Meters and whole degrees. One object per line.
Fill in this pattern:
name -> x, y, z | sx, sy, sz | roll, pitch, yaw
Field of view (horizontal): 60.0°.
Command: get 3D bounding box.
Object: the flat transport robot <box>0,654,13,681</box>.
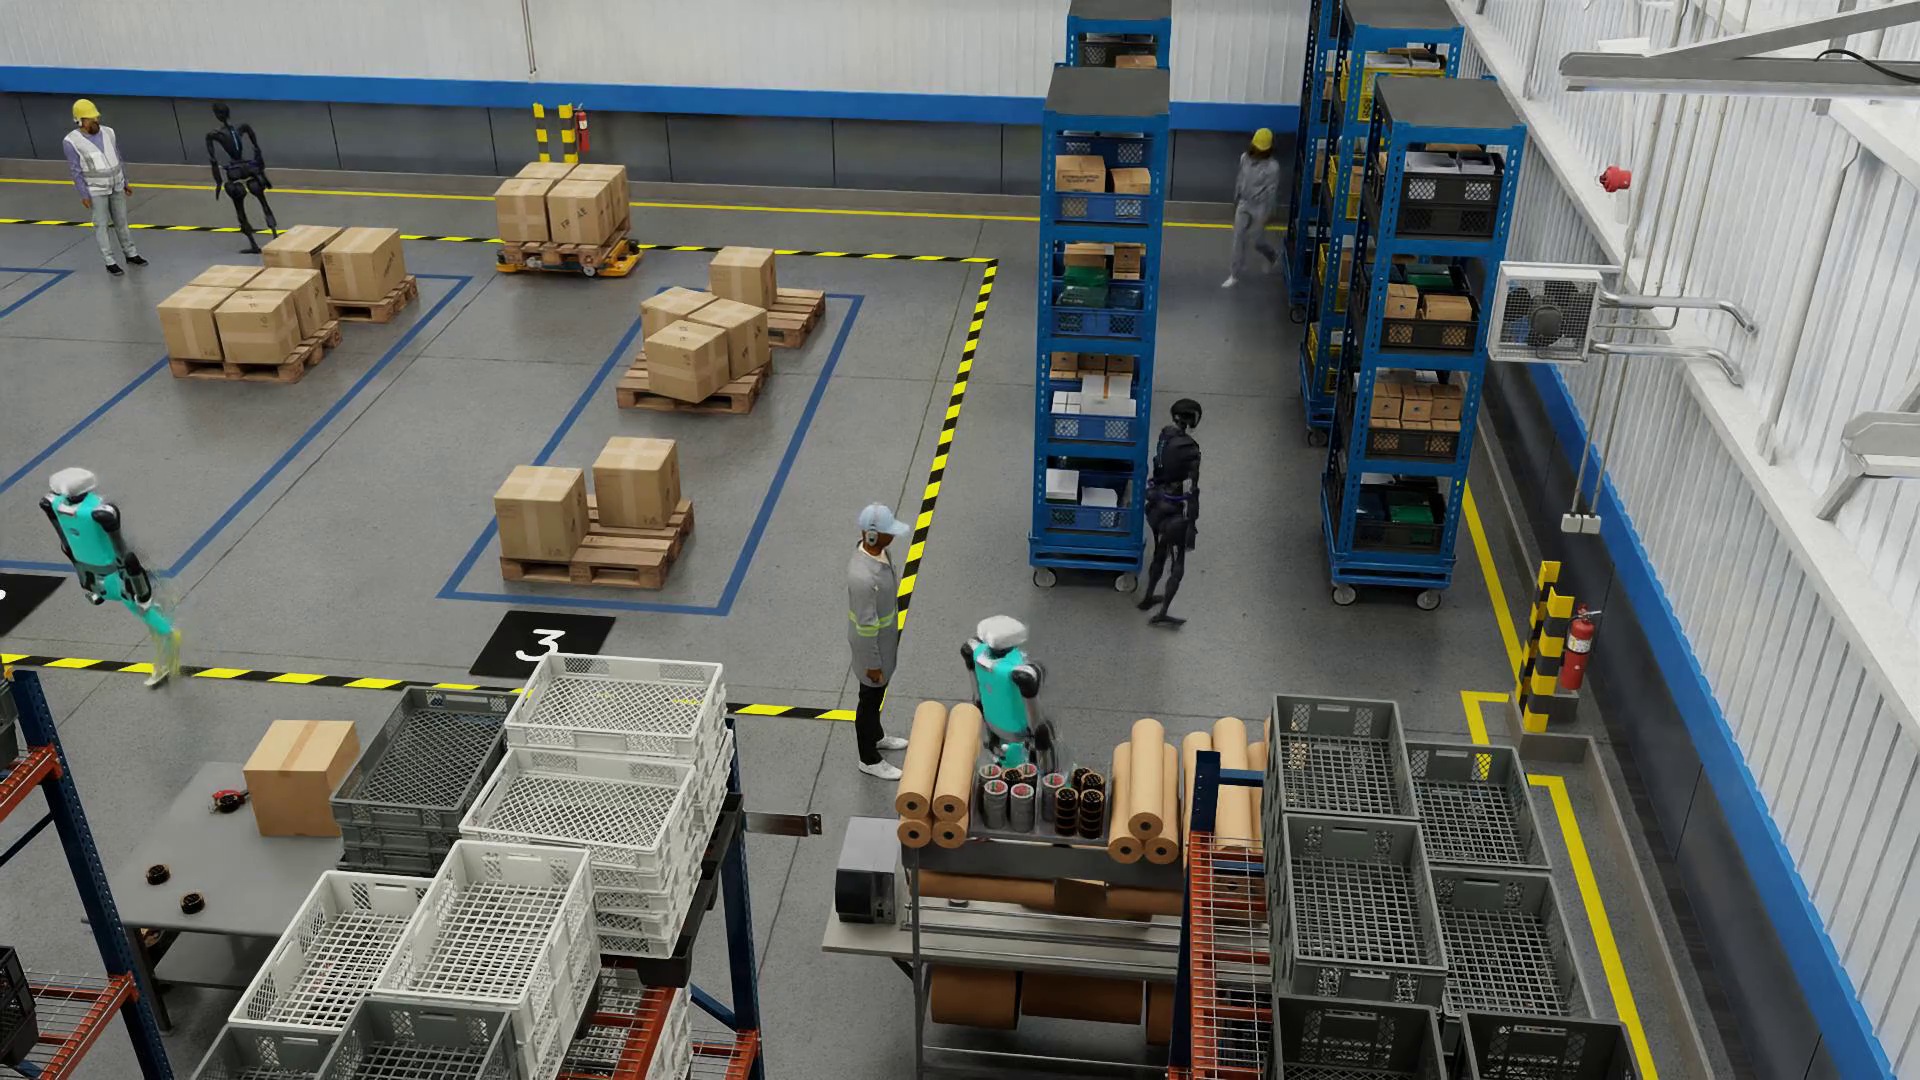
flat transport robot -> -7.142, 0.969, 11.010 | 1.431, 0.231, 0.659 | 3, 30, 6

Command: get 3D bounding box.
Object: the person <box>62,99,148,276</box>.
person -> -9.004, -3.720, 17.503 | 0.404, 1.837, 0.589 | 15, 33, 24

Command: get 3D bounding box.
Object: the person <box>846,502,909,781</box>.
person -> -0.489, 0.598, 10.073 | 0.378, 1.852, 0.589 | 2, 30, 4

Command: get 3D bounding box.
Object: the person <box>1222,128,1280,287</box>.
person -> 3.076, -3.458, 17.188 | 0.622, 1.706, 0.521 | -25, 39, -36

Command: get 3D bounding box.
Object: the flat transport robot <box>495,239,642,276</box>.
flat transport robot -> -4.217, -3.080, 17.936 | 1.431, 0.197, 0.652 | 3, 30, 6

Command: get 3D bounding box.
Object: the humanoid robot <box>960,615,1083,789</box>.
humanoid robot -> 0.480, 1.142, 9.318 | 0.892, 1.847, 0.573 | -22, 37, -33

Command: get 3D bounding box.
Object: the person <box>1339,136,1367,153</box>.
person -> 4.214, -3.959, 17.905 | 0.373, 1.843, 0.568 | 11, 32, 18

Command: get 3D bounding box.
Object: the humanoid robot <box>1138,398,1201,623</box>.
humanoid robot -> 1.457, -0.222, 11.667 | 0.398, 1.641, 0.604 | -12, 32, -20

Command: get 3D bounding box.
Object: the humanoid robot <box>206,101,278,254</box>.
humanoid robot -> -7.732, -3.895, 17.968 | 0.620, 1.647, 0.453 | -24, 38, -35

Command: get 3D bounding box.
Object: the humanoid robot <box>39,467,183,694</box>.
humanoid robot -> -5.368, 0.263, 10.837 | 0.539, 1.845, 0.766 | 9, 31, 15
